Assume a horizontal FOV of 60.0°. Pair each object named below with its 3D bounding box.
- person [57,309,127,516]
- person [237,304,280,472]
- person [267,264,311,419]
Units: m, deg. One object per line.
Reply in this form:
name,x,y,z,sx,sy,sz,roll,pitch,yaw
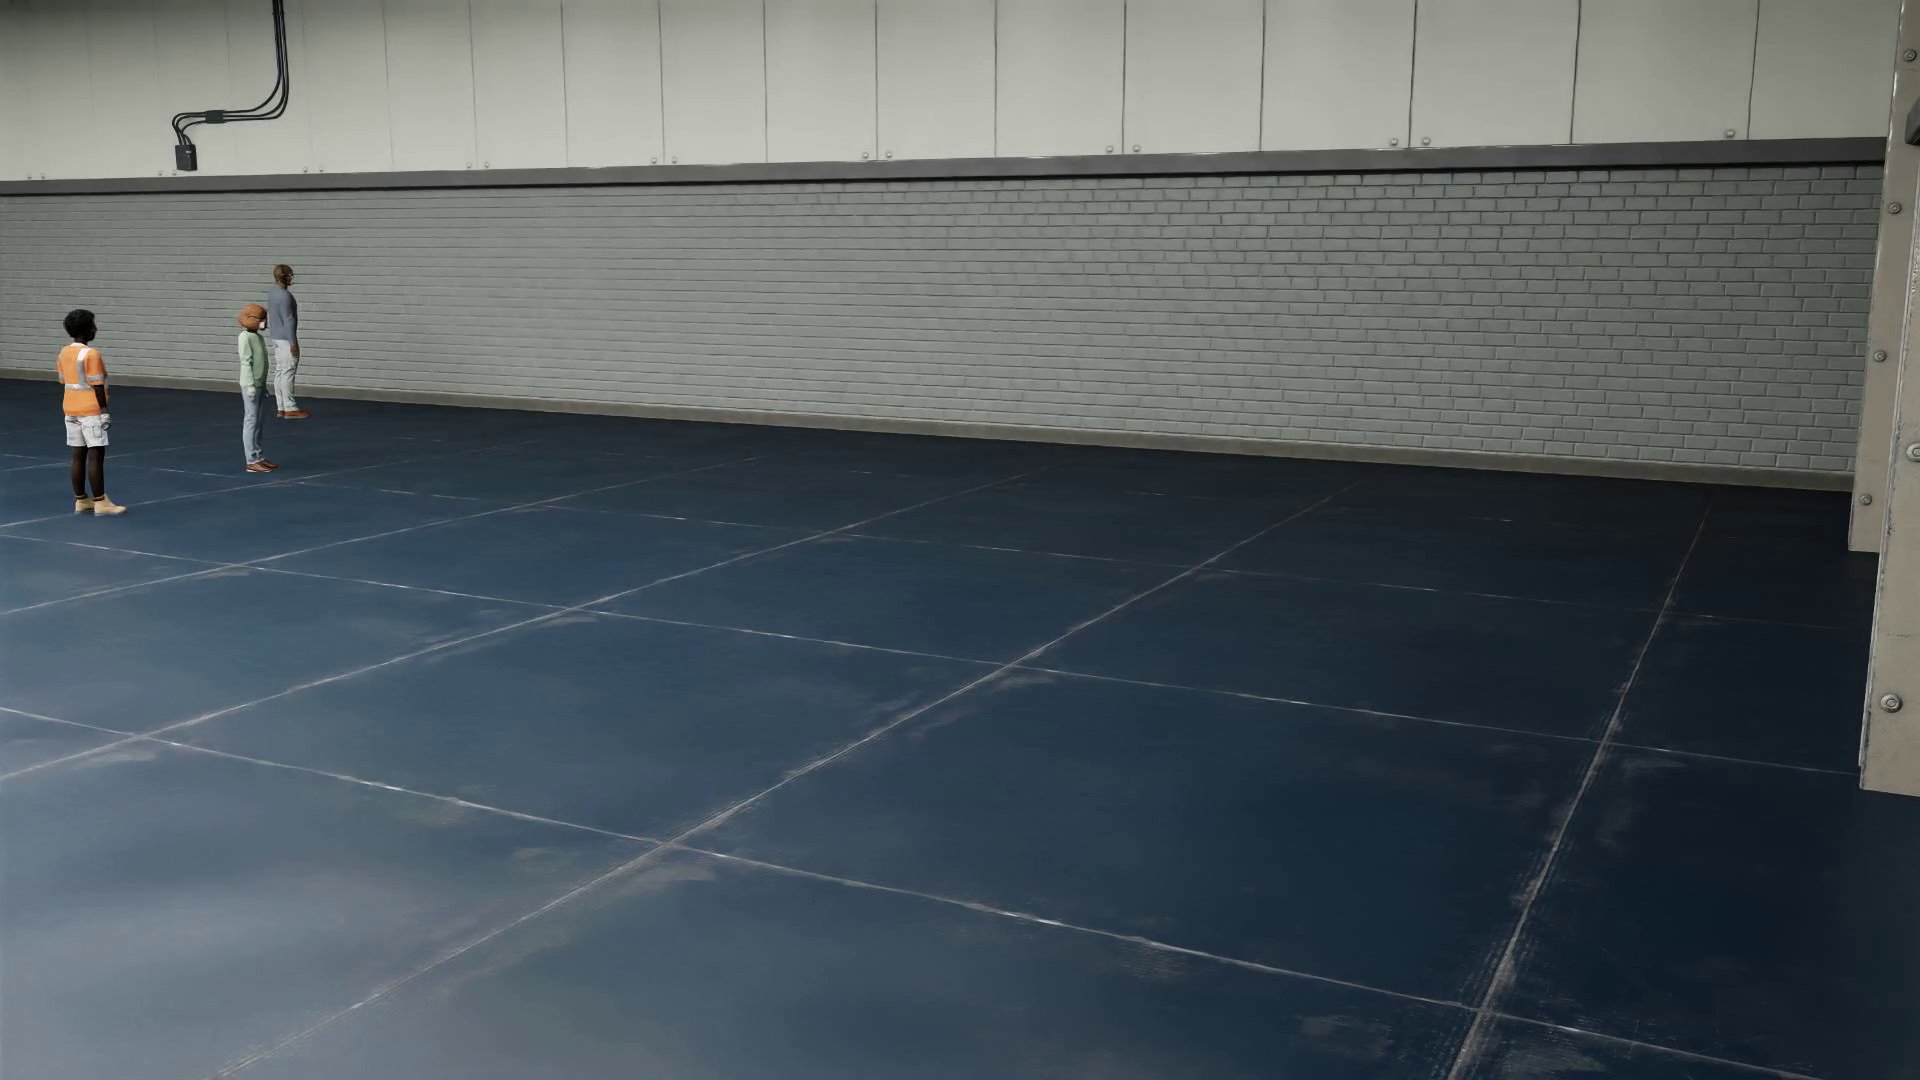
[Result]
person,-7.163,-1.042,13.664,0.535,1.697,0.318,6,12,32
person,-6.876,-1.486,16.257,0.282,1.633,0.498,-1,10,-6
person,-8.483,-2.498,20.943,0.358,1.938,0.636,-8,13,-37
